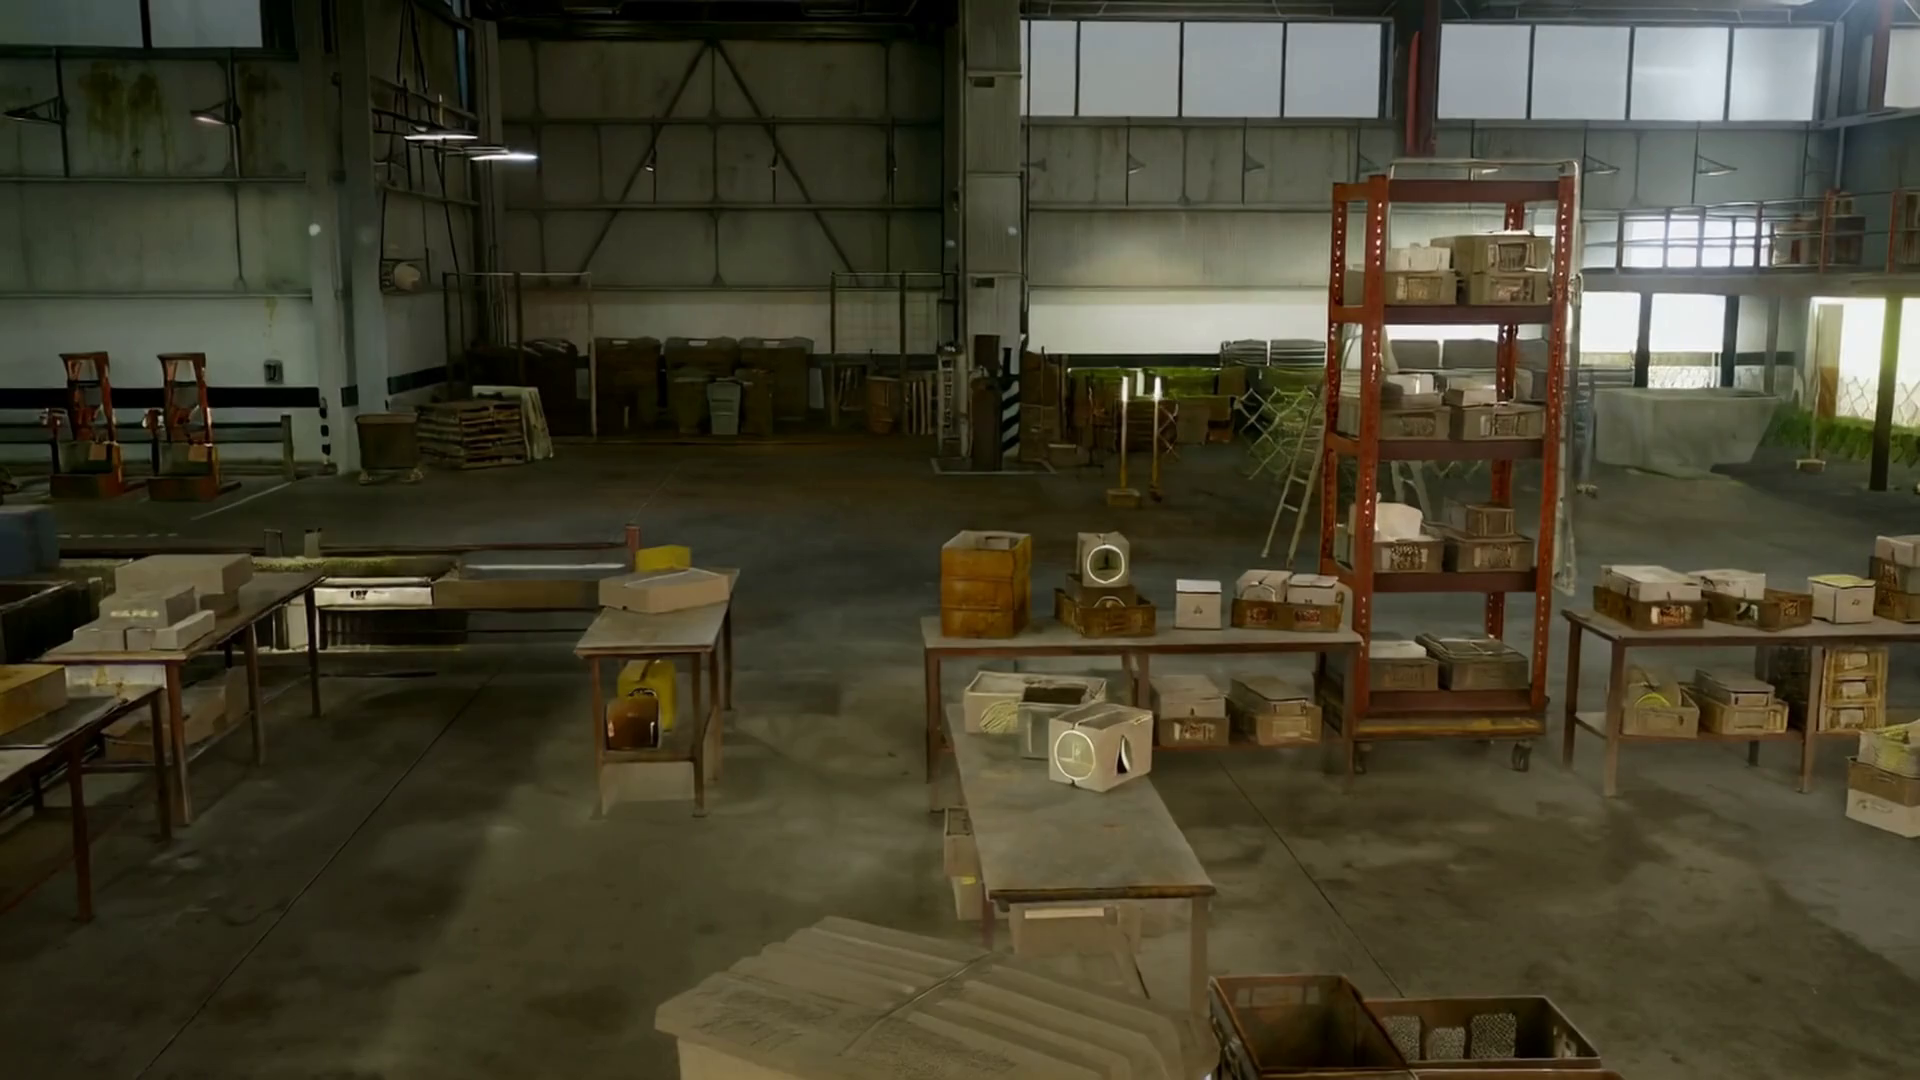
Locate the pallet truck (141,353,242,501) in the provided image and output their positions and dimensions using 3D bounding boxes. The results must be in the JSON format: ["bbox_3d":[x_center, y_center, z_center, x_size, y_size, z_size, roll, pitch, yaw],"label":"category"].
[{"bbox_3d":[-10.520,-1.604,22.925,0.823,1.965,1.885,-1,9,-6],"label":"pallet truck"}]

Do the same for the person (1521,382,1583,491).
[{"bbox_3d":[8.390,-1.515,23.347,0.867,1.686,0.547,0,9,-2],"label":"person"}]

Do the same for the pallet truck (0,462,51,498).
[{"bbox_3d":[-13.193,-1.293,23.148,0.653,1.274,1.630,-1,9,-4],"label":"pallet truck"}]

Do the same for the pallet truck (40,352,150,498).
[{"bbox_3d":[-11.907,-1.642,23.165,0.823,1.965,1.885,0,9,0],"label":"pallet truck"}]
